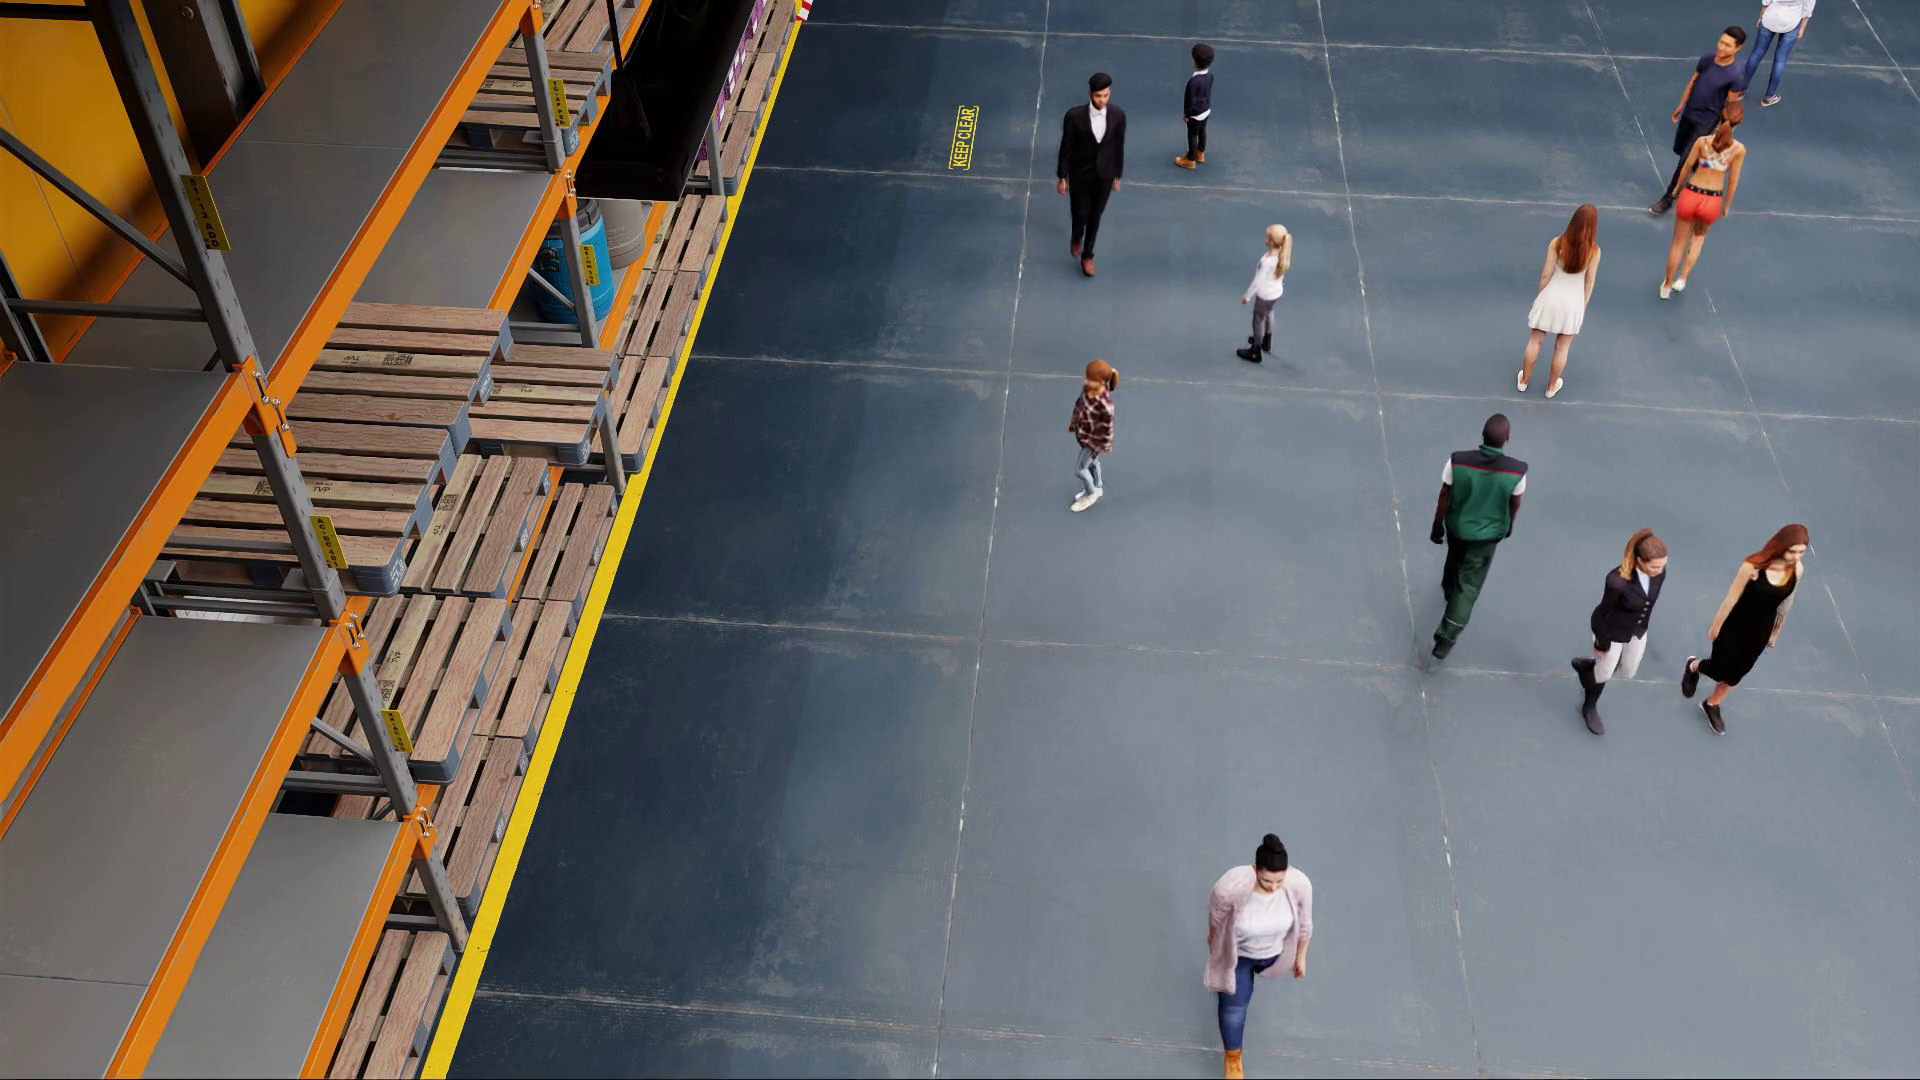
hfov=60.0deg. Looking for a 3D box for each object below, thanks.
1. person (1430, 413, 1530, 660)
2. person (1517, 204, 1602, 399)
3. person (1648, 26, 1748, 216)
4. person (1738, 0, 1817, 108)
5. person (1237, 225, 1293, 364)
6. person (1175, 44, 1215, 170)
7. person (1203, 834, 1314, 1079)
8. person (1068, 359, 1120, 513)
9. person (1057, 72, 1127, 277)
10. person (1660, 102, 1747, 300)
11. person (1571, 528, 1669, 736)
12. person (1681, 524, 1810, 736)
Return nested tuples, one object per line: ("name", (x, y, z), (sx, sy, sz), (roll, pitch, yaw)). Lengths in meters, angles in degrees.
("person", (3.371, -0.003, 10.943), (1.003, 1.801, 1.324), (20, 47, 20))
("person", (4.684, -1.863, 12.960), (0.626, 1.711, 0.632), (18, 46, 18))
("person", (6.718, -3.817, 14.971), (1.038, 1.768, 1.092), (-18, 46, -18))
("person", (8.105, -5.136, 16.398), (0.740, 1.709, 0.769), (30, 51, 28))
("person", (2.503, -1.970, 13.389), (0.693, 1.275, 0.631), (32, 52, 29))
("person", (2.245, -4.083, 15.643), (0.641, 1.226, 0.563), (32, 52, 29))
("person", (1.550, 2.052, 8.854), (0.808, 1.708, 1.084), (-4, 44, -4))
("person", (1.024, -0.791, 12.137), (0.679, 1.296, 0.596), (-13, 45, -13))
("person", (1.109, -3.178, 14.222), (0.809, 1.875, 0.827), (-5, 44, -6))
("person", (6.149, -2.760, 13.857), (0.687, 1.773, 0.675), (14, 45, 14))
("person", (4.075, 0.520, 10.450), (0.755, 1.723, 0.840), (-16, 46, -16))
("person", (4.923, 0.477, 10.501), (0.615, 1.716, 0.739), (-1, 44, -1))
